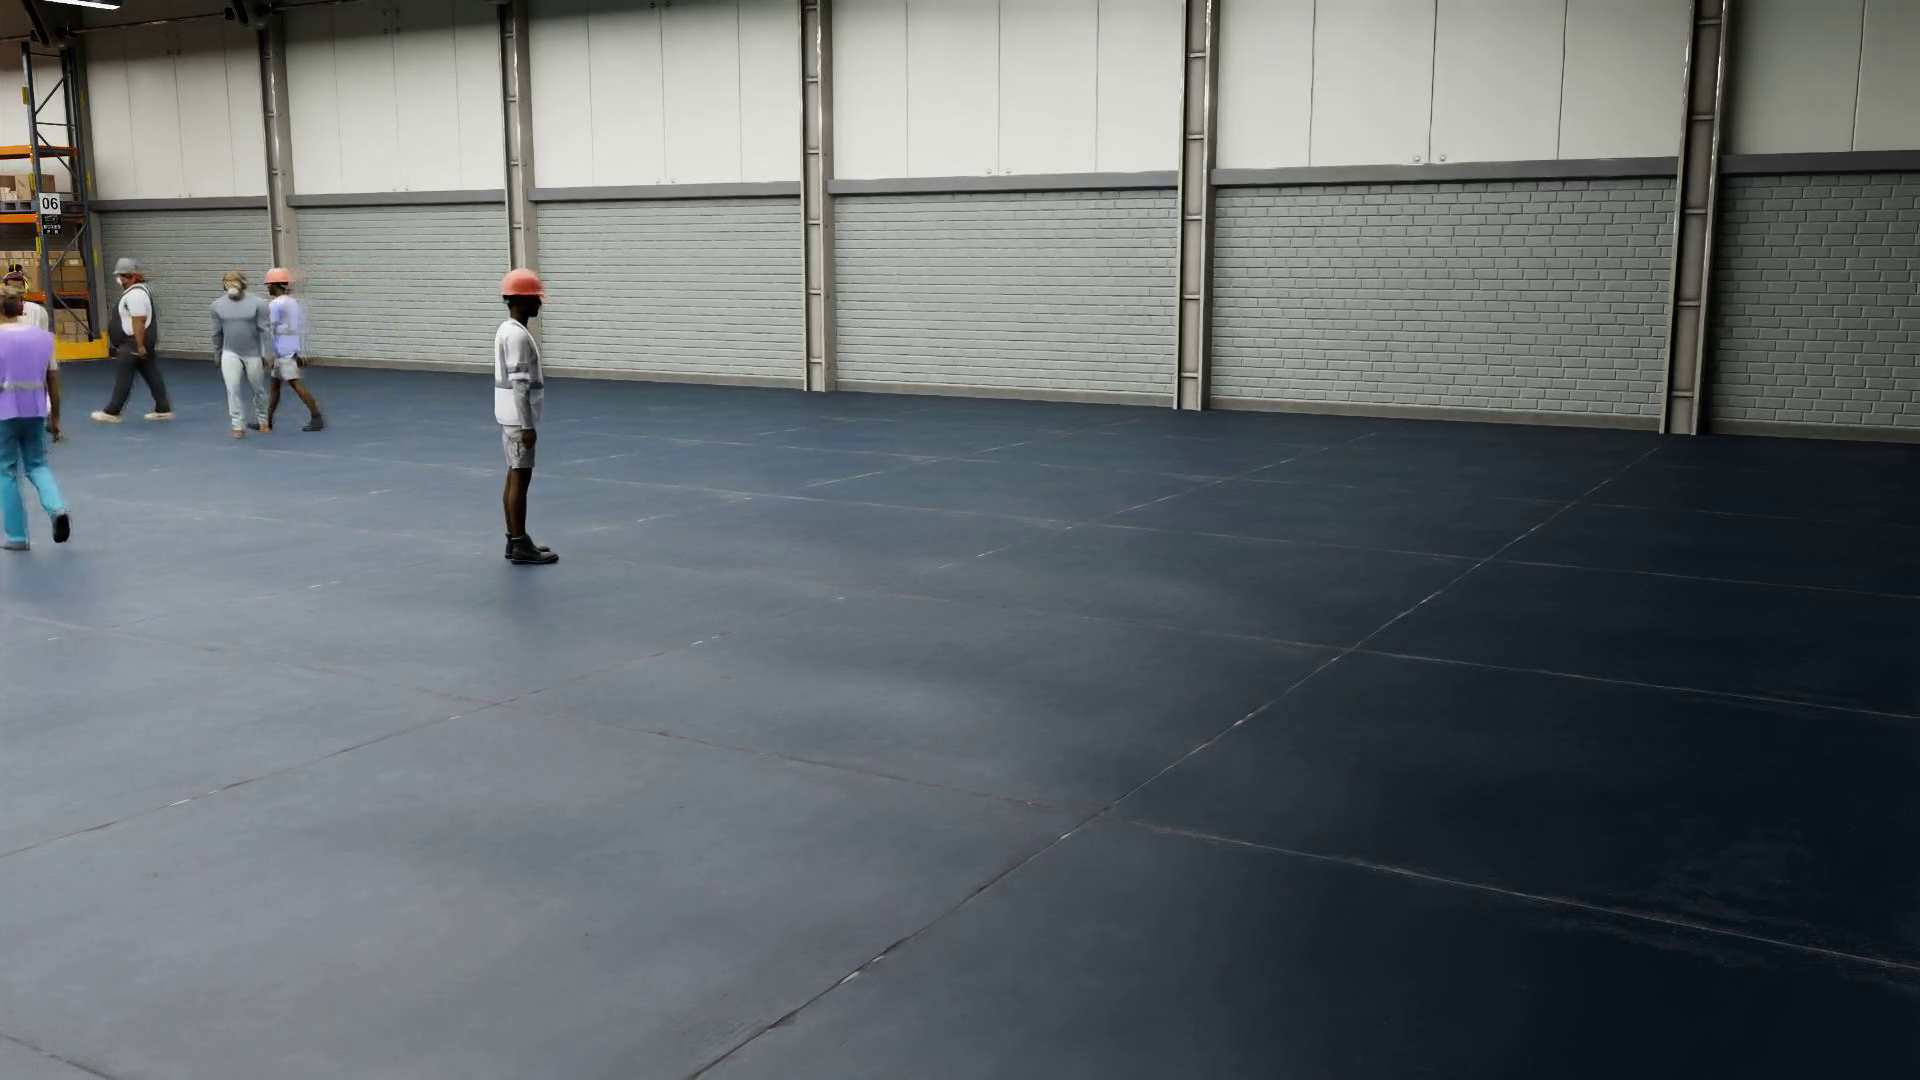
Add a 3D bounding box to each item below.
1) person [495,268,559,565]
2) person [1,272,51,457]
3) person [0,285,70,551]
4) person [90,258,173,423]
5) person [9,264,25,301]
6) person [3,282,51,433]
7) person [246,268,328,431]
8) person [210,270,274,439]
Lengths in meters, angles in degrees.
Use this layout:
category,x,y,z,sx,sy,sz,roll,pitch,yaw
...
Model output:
category,x,y,z,sx,sy,sz,roll,pitch,yaw
person,-2.878,-0.811,10.982,0.371,1.941,0.544,-3,10,-19
person,-9.548,-1.784,16.908,0.313,1.862,0.535,4,11,24
person,-6.430,-0.820,11.374,0.488,1.831,0.576,7,12,34
person,-10.179,-2.462,20.356,0.883,2.000,0.691,-3,10,-15
person,-17.901,-4.307,31.657,0.328,1.872,0.515,-7,12,-35
person,-10.463,-2.049,18.665,0.750,1.800,0.604,7,12,34
person,-7.798,-2.189,19.215,0.996,1.888,0.548,0,10,-1
person,-8.023,-2.078,18.661,0.680,1.884,0.753,-2,10,-12
